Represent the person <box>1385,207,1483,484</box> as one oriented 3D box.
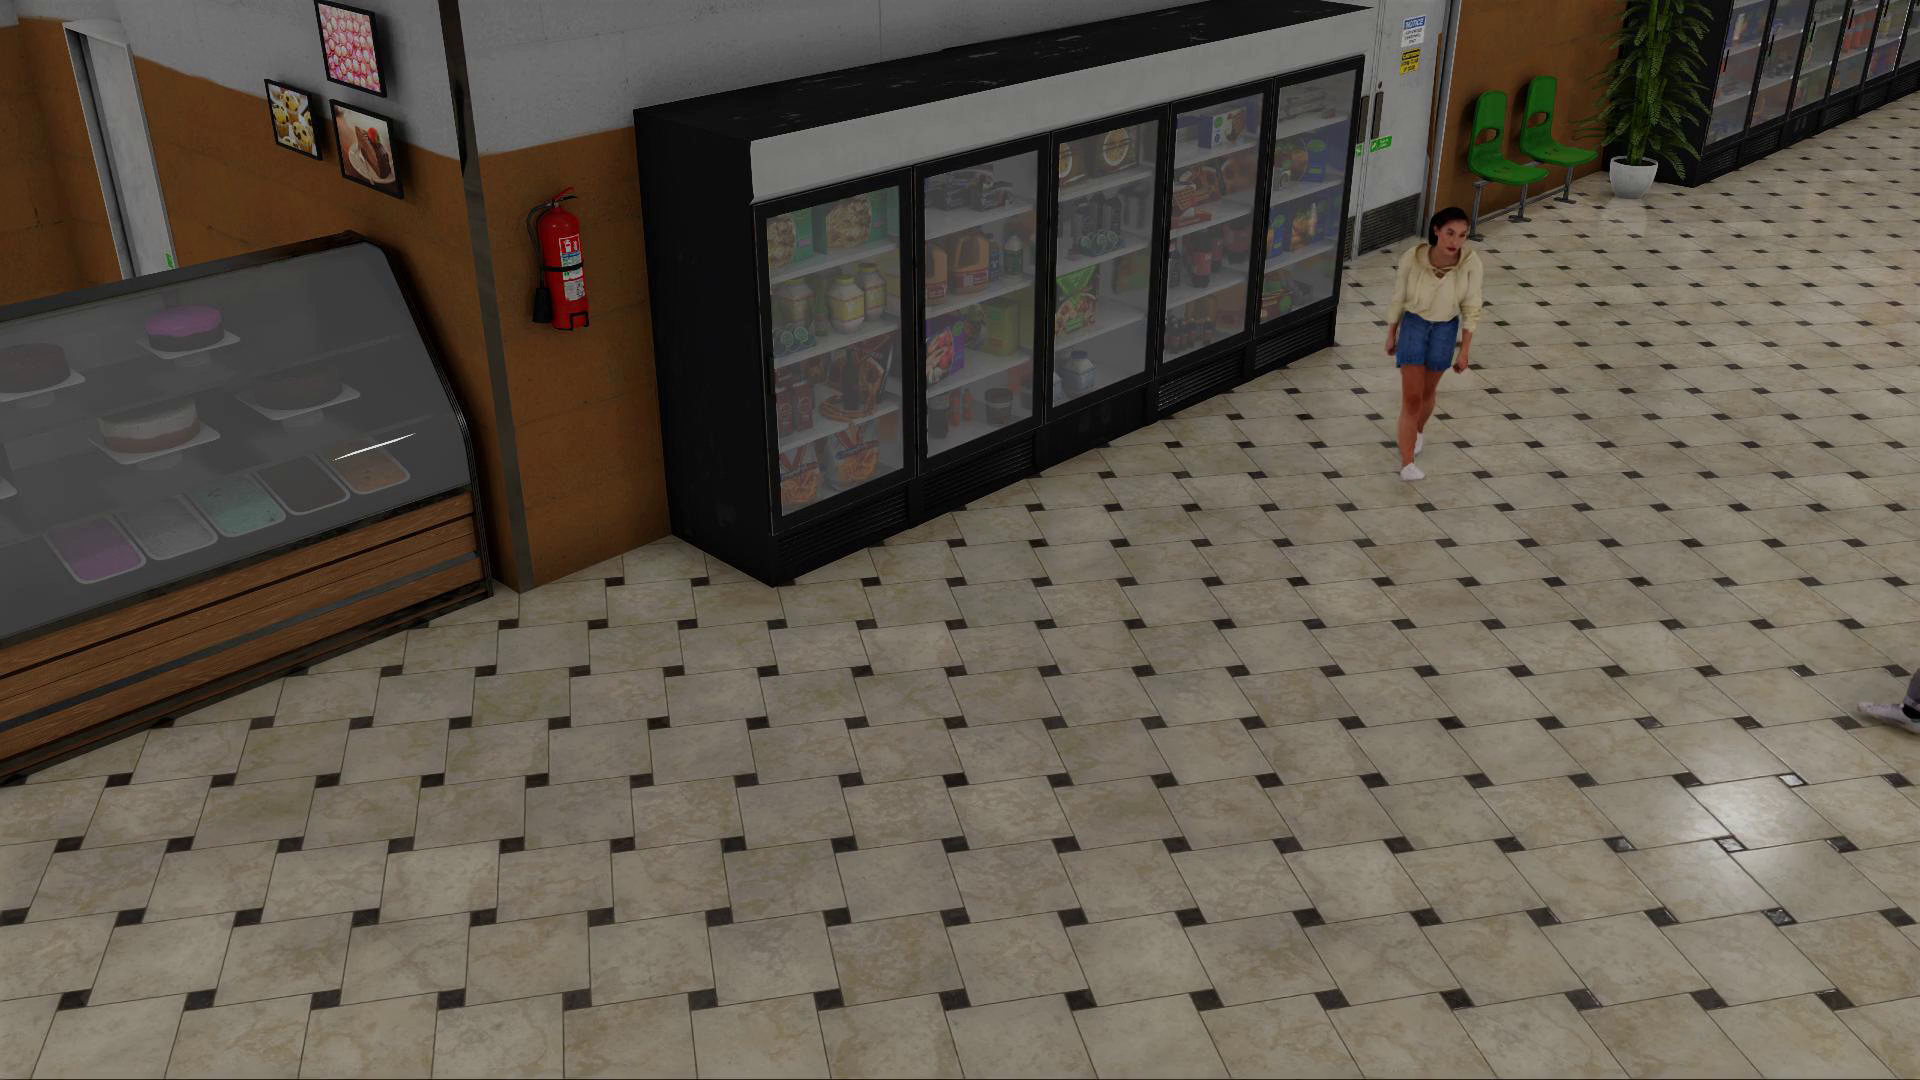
[{"bbox_3d":[2.685,-1.157,9.563,1.138,1.580,1.090,8,28,15],"label":"person"}]
